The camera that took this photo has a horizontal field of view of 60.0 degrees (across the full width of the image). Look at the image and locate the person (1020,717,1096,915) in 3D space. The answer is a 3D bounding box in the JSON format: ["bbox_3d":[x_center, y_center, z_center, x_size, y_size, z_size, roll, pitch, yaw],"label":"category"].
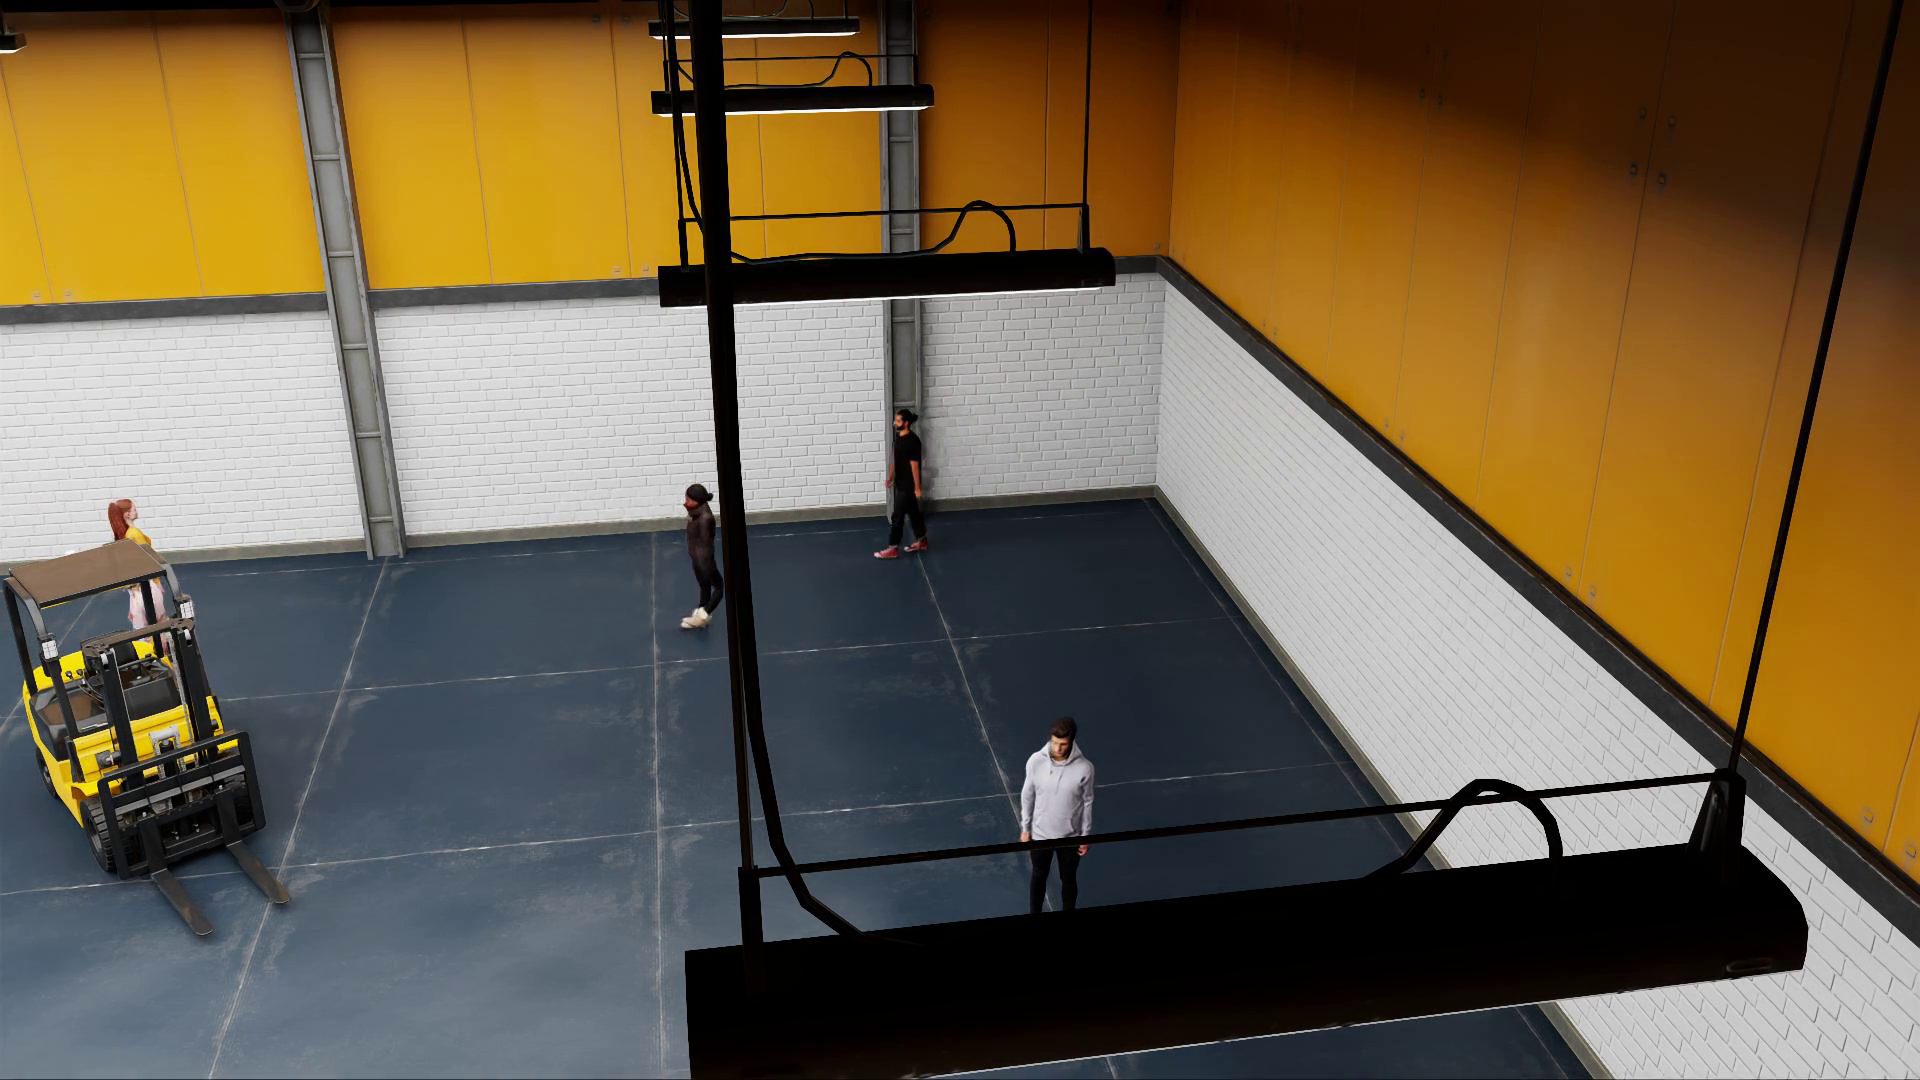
[{"bbox_3d":[0.709,2.116,12.215,0.651,1.930,0.813,4,24,8],"label":"person"}]

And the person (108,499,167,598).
[{"bbox_3d":[-8.058,0.401,16.362,0.670,1.751,0.744,12,26,25],"label":"person"}]

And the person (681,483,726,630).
[{"bbox_3d":[-2.725,0.204,16.930,0.755,1.657,0.664,-7,25,-15],"label":"person"}]

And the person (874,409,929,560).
[{"bbox_3d":[-0.517,-0.651,18.791,0.982,1.734,0.740,-8,25,-18],"label":"person"}]

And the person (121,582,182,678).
[{"bbox_3d":[-7.253,0.943,15.231,0.737,1.663,0.632,-1,24,-3],"label":"person"}]
